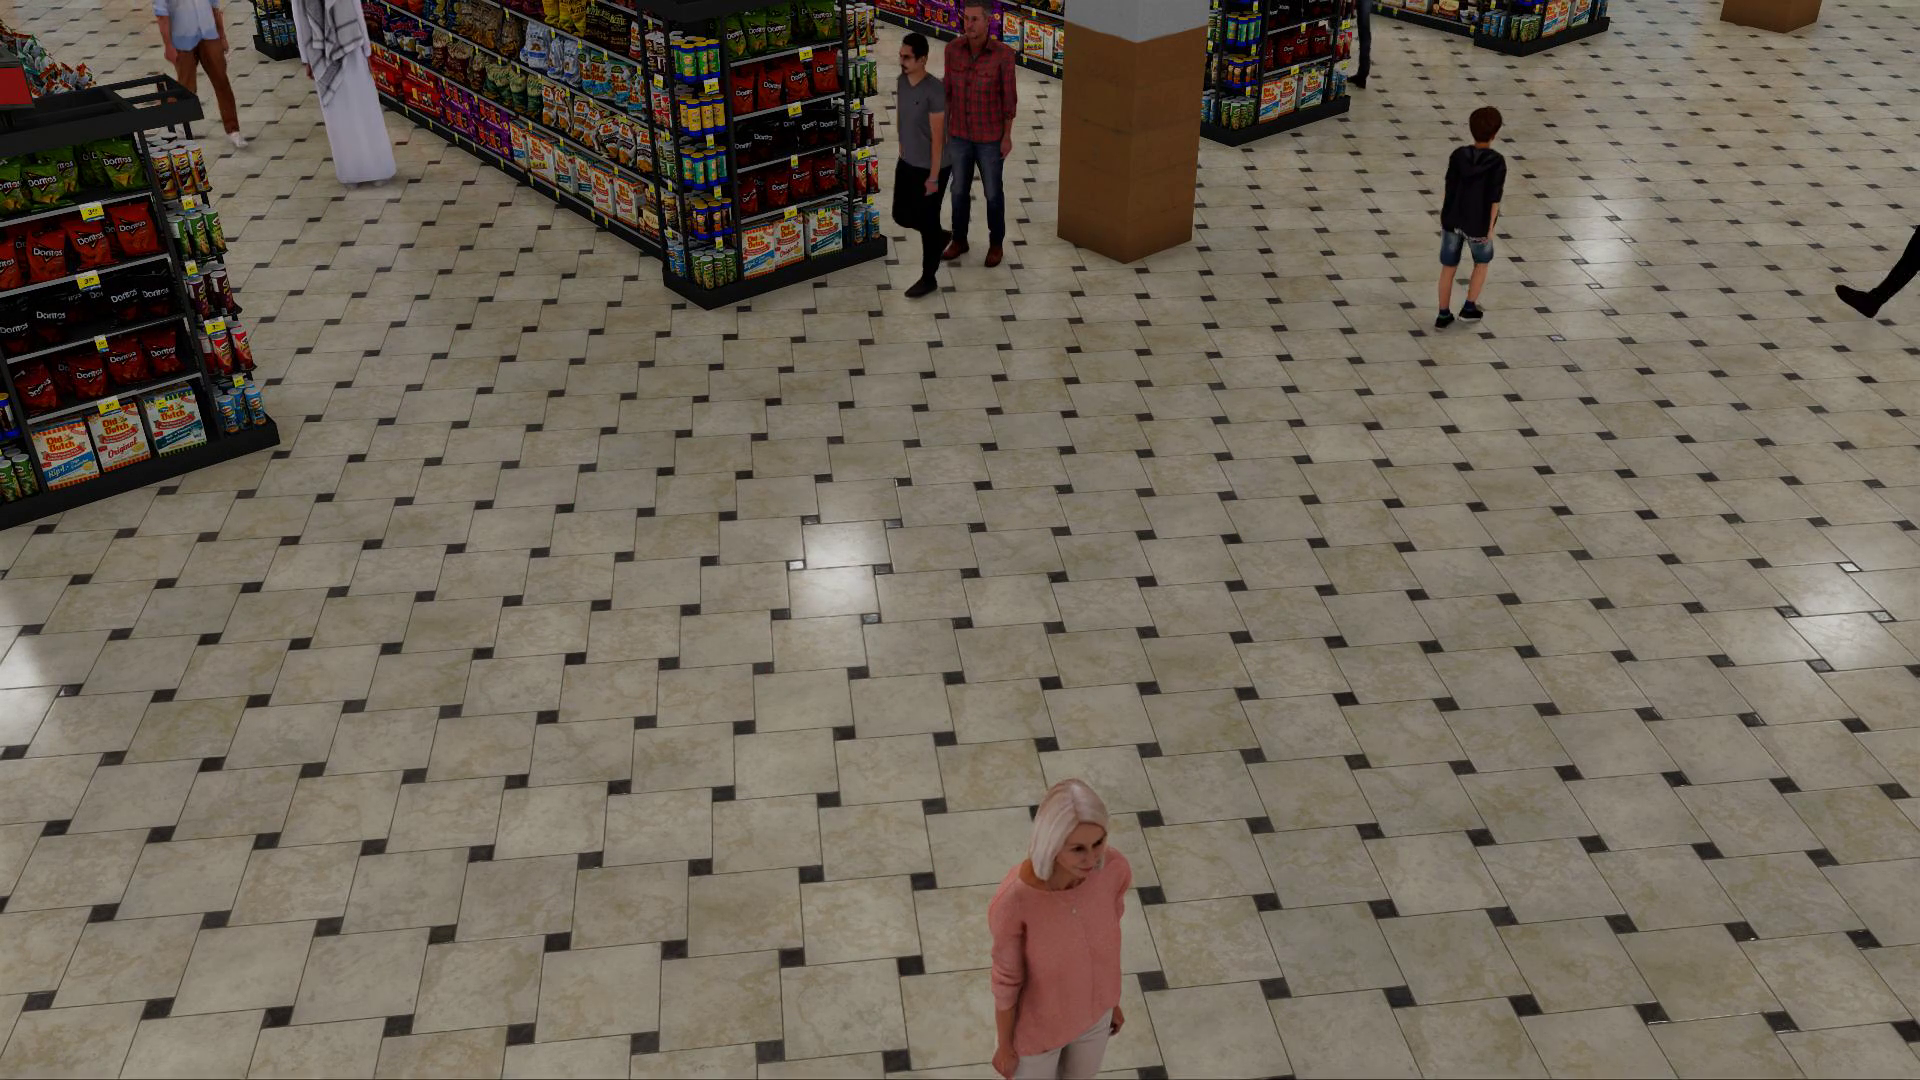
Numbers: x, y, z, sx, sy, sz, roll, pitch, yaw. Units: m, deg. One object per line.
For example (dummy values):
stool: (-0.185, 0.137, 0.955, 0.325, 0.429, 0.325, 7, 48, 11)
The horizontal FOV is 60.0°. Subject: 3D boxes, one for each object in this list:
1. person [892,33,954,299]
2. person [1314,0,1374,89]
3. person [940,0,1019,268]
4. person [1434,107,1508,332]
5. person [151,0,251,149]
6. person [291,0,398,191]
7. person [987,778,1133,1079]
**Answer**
person: (-0.177, -2.481, 10.962, 0.706, 1.737, 0.758, -26, 40, -35)
person: (3.629, -4.930, 14.881, 0.739, 1.754, 0.966, -20, 37, -29)
person: (0.120, -2.799, 11.384, 0.675, 1.831, 0.825, 12, 34, 18)
person: (3.167, -1.985, 10.448, 0.606, 1.437, 0.679, 18, 36, 26)
person: (-6.281, -4.079, 13.484, 1.174, 1.786, 0.861, 21, 38, 30)
person: (-4.720, -3.636, 12.640, 0.796, 1.924, 0.798, -7, 33, -12)
person: (0.279, 1.358, 4.803, 0.633, 1.724, 0.565, -18, 36, -26)
